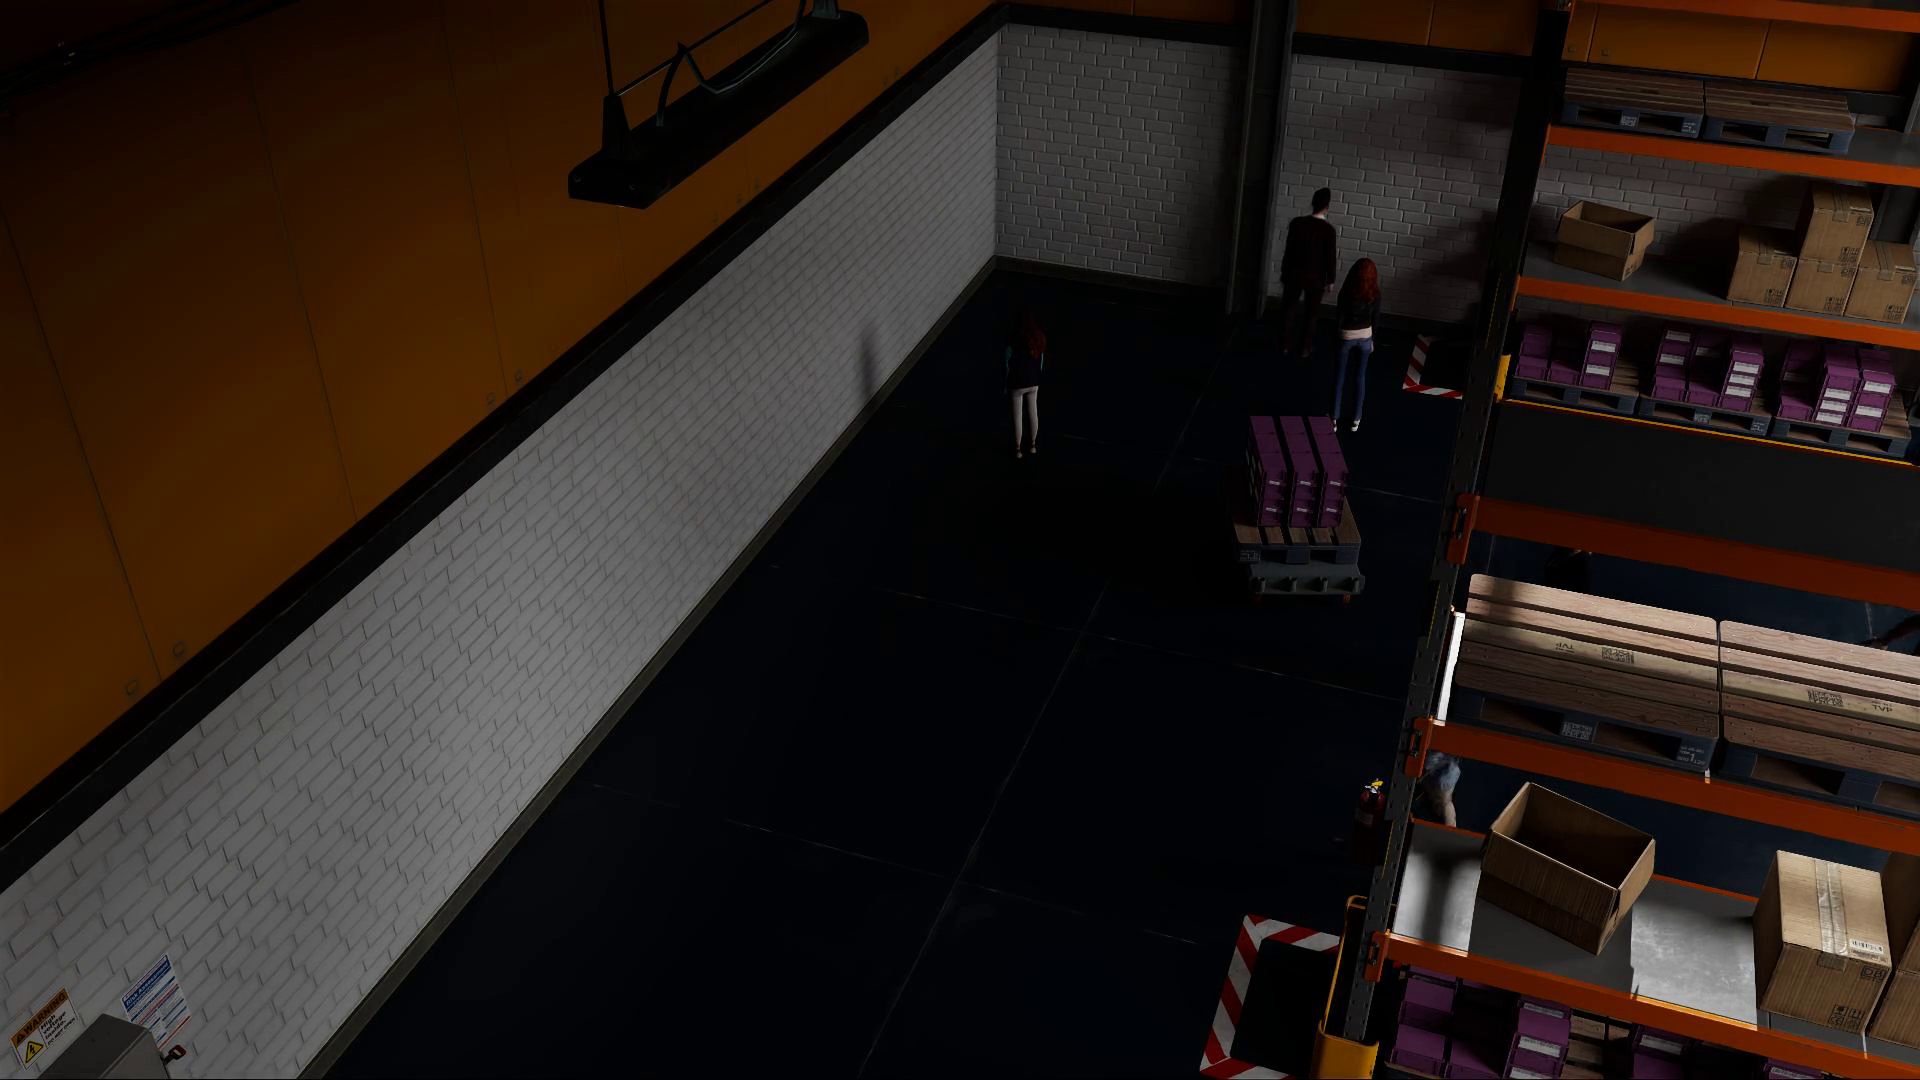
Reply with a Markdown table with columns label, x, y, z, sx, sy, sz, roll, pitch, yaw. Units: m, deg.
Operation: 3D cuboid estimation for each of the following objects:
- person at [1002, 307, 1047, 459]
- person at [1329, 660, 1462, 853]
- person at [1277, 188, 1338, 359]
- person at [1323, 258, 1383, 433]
| label | x | y | z | sx | sy | sz | roll | pitch | yaw |
| --- | --- | --- | --- | --- | --- | --- | --- | --- | --- |
| person | 0.588 | -1.470 | 15.435 | 0.688 | 1.501 | 0.746 | -15 | 37 | -22 |
| person | 3.112 | 1.552 | 10.621 | 1.222 | 1.798 | 0.799 | 6 | 34 | 8 |
| person | 3.505 | -2.671 | 16.923 | 0.802 | 1.854 | 0.835 | 16 | 37 | 22 |
| person | 3.718 | -1.849 | 15.747 | 0.582 | 1.787 | 0.707 | 0 | 34 | 0 |
